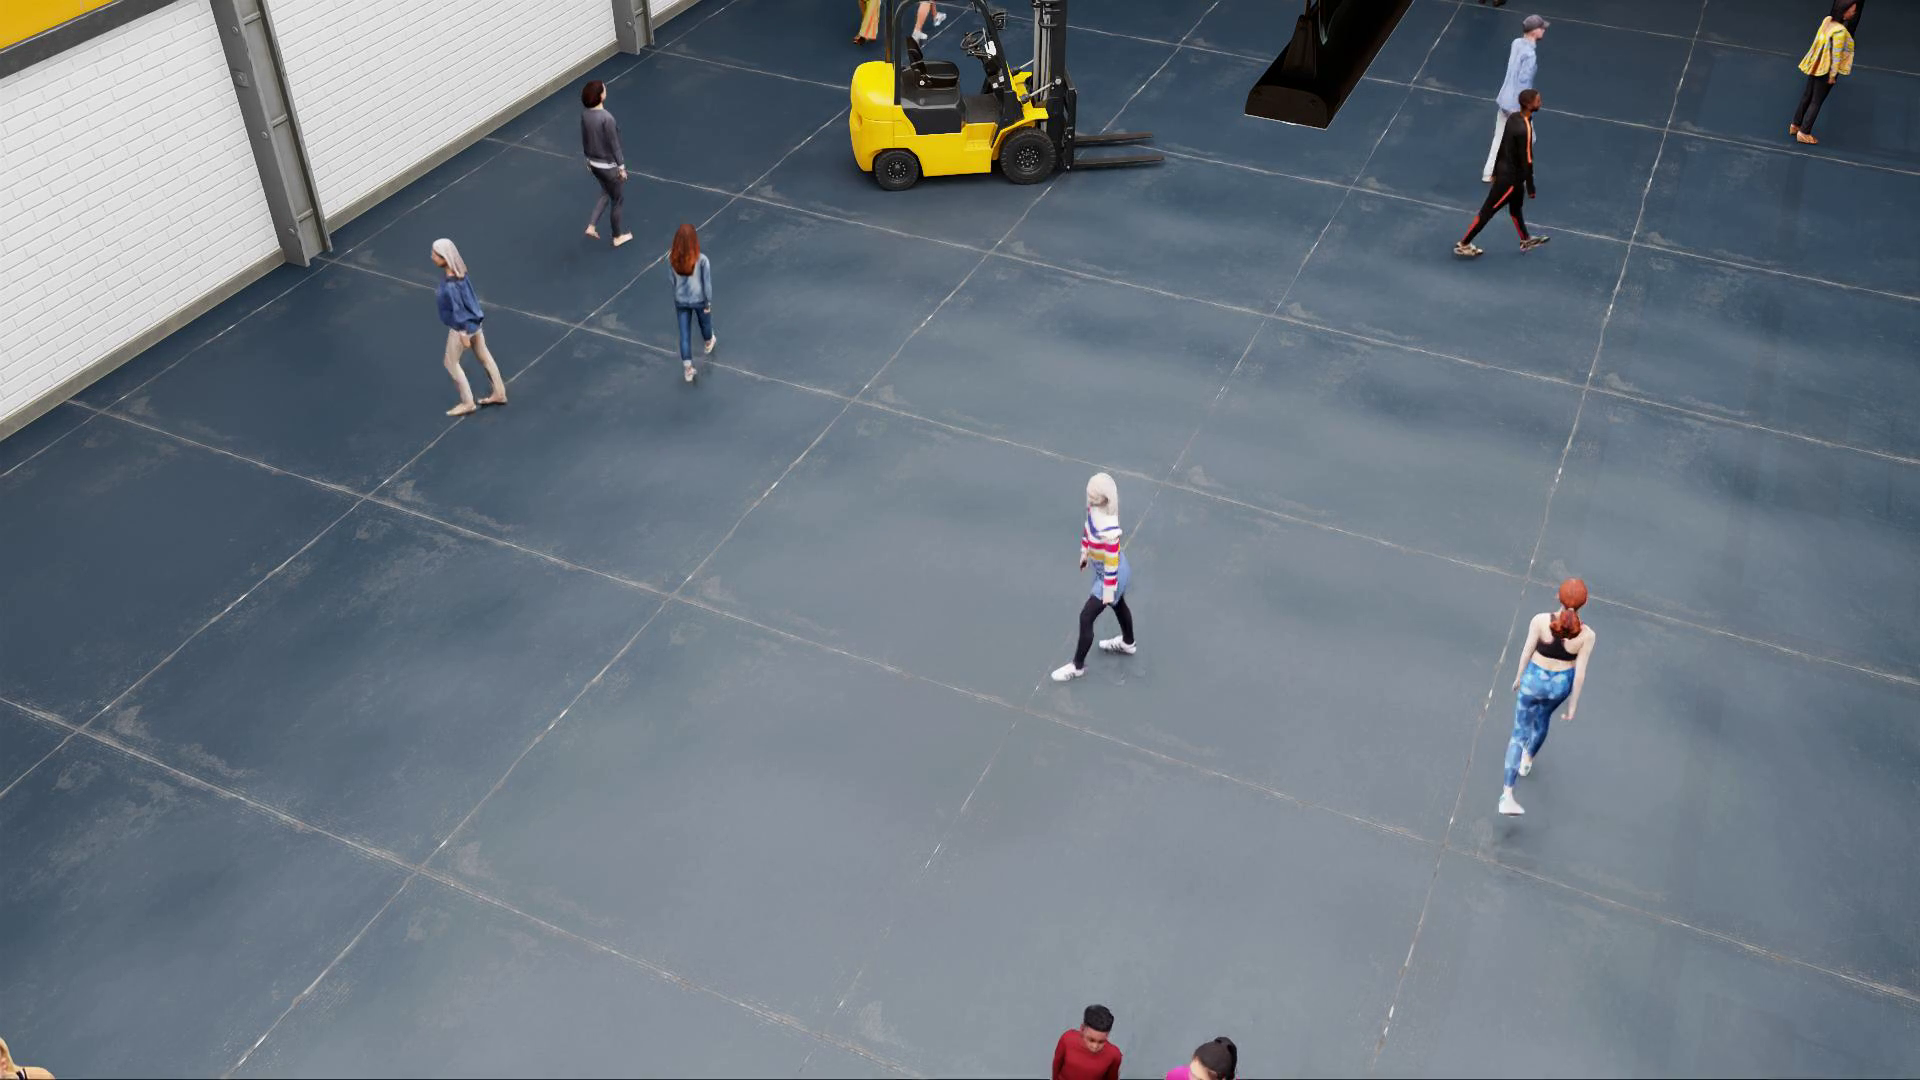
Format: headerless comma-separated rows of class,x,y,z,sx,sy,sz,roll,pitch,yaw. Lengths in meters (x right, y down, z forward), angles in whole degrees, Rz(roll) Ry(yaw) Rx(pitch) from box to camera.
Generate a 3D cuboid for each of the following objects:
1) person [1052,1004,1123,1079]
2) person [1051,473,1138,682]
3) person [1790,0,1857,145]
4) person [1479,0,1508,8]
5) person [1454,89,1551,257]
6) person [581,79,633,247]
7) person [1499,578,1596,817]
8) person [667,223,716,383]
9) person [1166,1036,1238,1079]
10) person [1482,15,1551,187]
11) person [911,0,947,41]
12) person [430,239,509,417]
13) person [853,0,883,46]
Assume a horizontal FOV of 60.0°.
person,0.672,2.836,8.858,0.510,1.237,0.743,17,42,20
person,1.100,0.224,11.702,0.994,1.770,0.996,2,39,2
person,9.714,-5.298,18.708,0.902,1.655,0.826,1,39,1
person,7.166,-7.967,21.952,0.697,1.778,0.616,28,46,31
person,5.352,-3.573,16.469,1.050,1.753,1.232,0,39,0
person,-3.609,-3.724,16.655,0.690,1.757,0.774,24,45,27
person,3.741,1.039,10.700,0.622,1.757,1.095,16,41,19
person,-2.428,-2.105,14.878,0.783,1.446,1.064,4,39,5
person,1.206,2.995,8.303,0.723,1.692,0.873,30,47,32
person,5.848,-4.682,17.762,0.877,1.873,0.809,-7,39,-8
person,-0.448,-7.194,20.959,0.769,1.809,1.237,20,43,23
person,-4.184,-1.850,14.379,0.843,1.680,0.799,-1,39,-1
person,-1.147,-7.157,21.088,0.753,1.600,1.221,14,41,16
